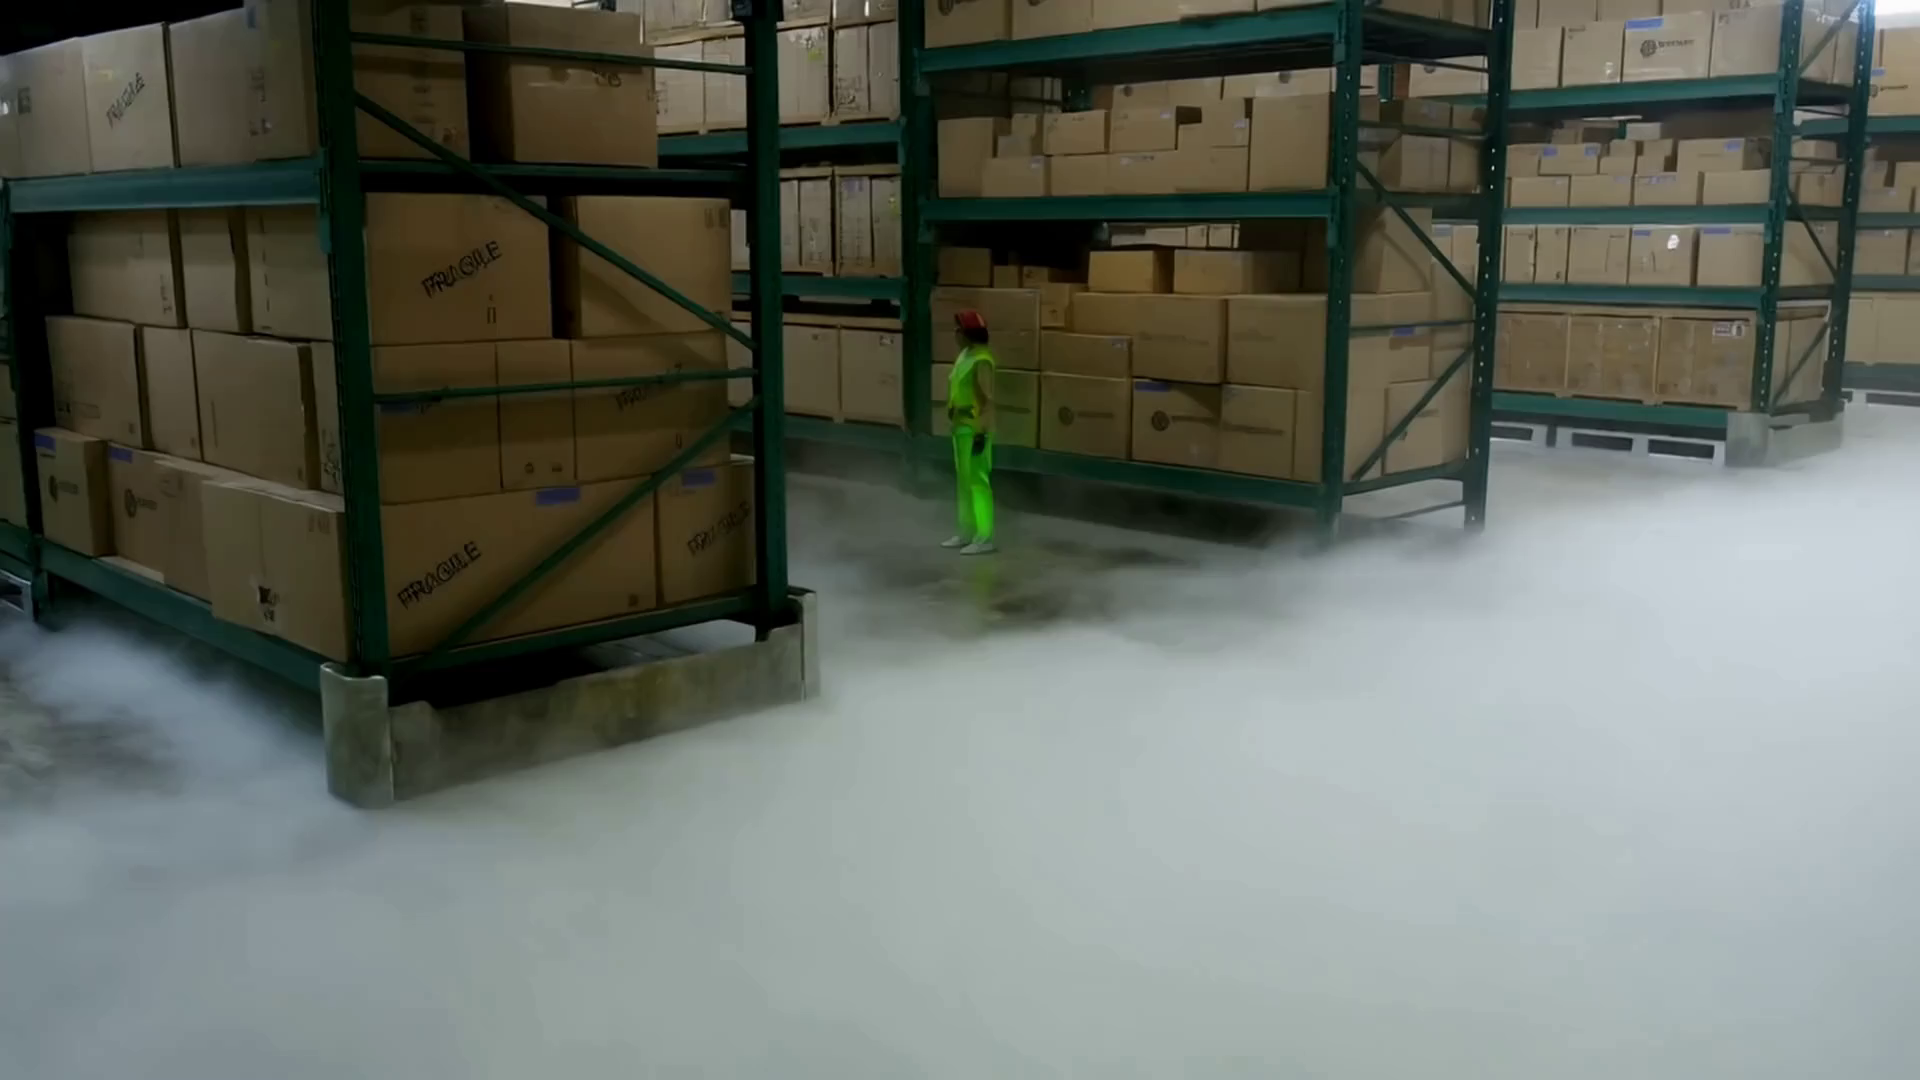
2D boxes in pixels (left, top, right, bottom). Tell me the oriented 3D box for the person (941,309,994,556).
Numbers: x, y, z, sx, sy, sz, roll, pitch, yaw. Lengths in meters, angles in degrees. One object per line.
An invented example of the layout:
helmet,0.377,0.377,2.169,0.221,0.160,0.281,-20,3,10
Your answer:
person,0.073,-0.721,11.162,0.307,1.644,0.514,-4,11,-22
